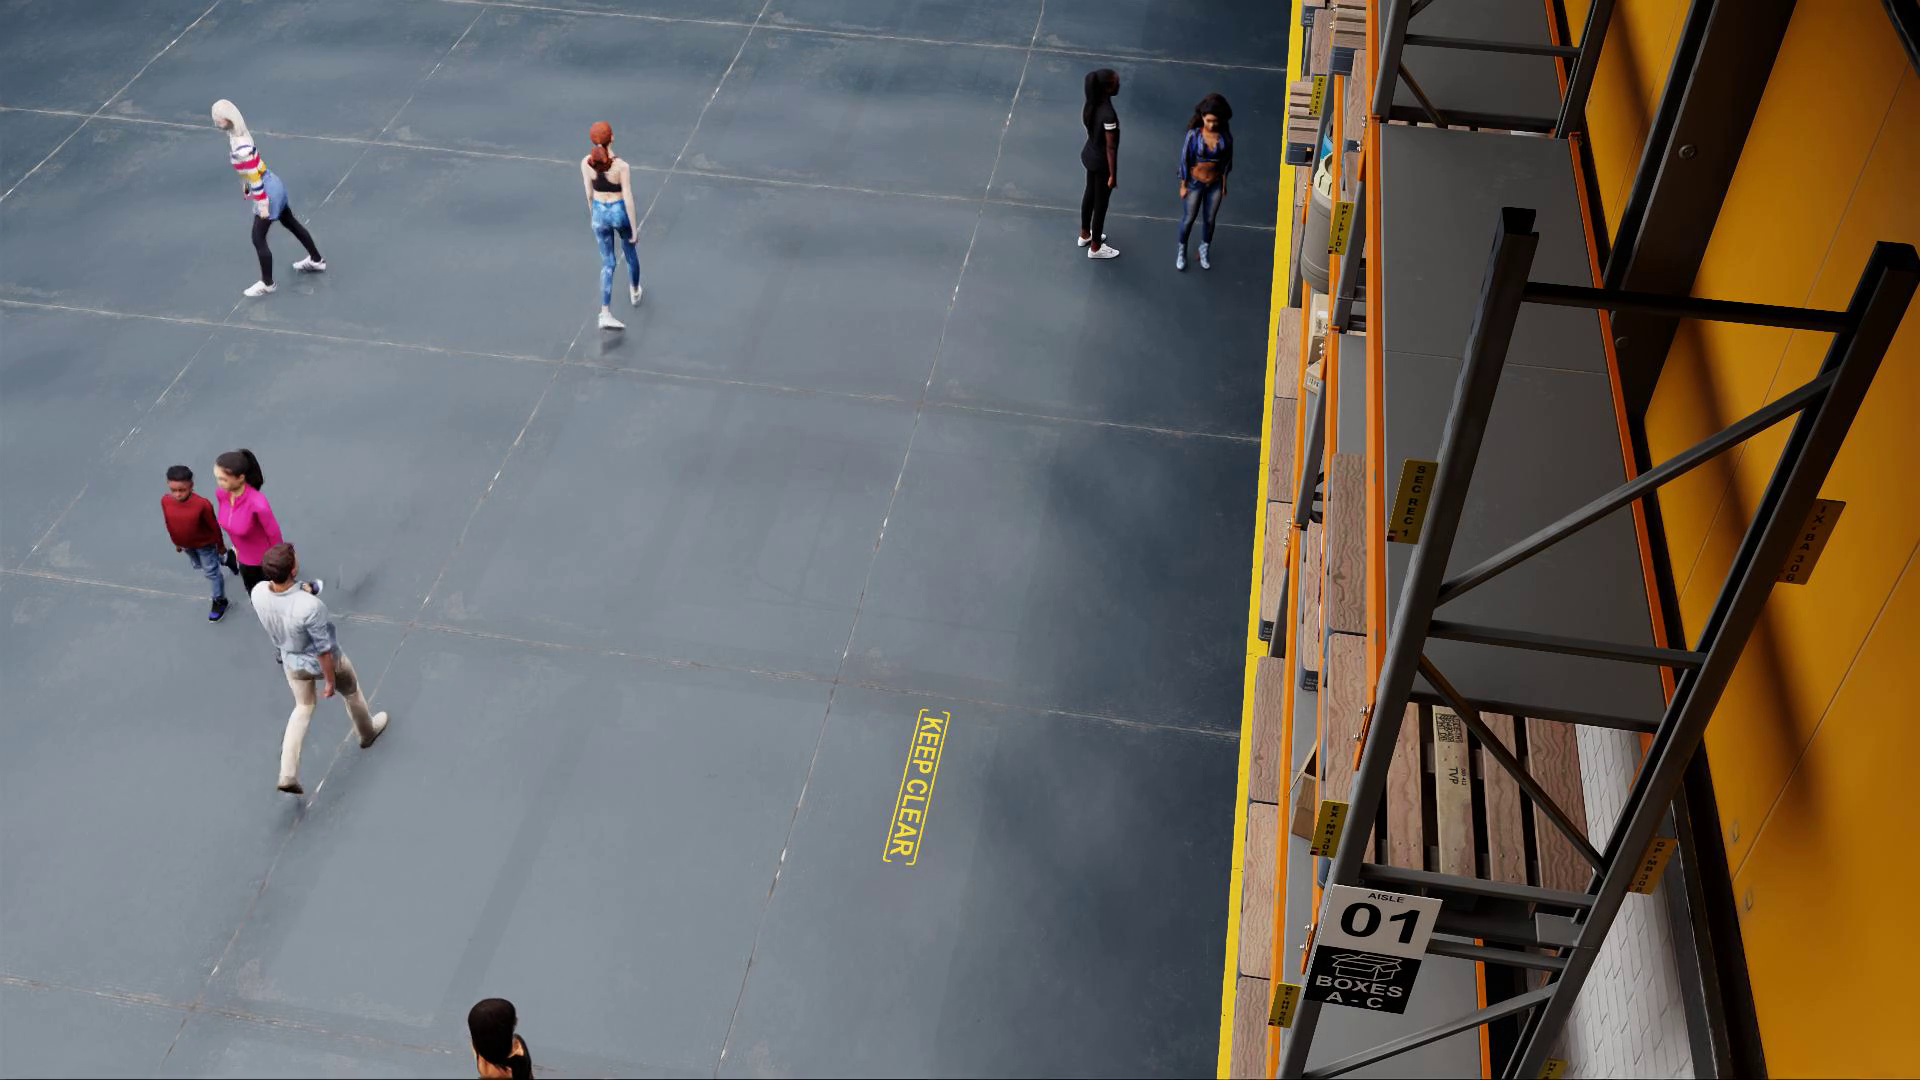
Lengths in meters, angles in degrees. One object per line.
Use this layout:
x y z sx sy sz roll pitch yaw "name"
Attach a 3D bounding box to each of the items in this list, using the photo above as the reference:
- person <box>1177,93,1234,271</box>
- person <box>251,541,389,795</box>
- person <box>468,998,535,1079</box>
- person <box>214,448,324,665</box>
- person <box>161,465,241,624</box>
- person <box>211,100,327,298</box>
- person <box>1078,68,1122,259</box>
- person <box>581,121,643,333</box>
2.066 -3.006 14.047 0.662 1.619 0.619 -2 44 -2 "person"
-3.933 0.784 9.920 0.709 1.824 1.127 12 45 13 "person"
-2.166 2.706 8.035 0.698 1.641 0.626 -23 48 -22 "person"
-4.466 0.048 10.796 0.723 1.692 0.873 20 47 20 "person"
-5.119 -0.052 11.223 0.510 1.237 0.743 7 44 8 "person"
-5.703 -2.887 13.813 0.994 1.770 0.996 -9 44 -9 "person"
1.205 -3.227 14.200 0.762 1.729 0.652 -13 45 -14 "person"
-2.818 -2.490 13.412 0.622 1.757 1.095 6 44 7 "person"
